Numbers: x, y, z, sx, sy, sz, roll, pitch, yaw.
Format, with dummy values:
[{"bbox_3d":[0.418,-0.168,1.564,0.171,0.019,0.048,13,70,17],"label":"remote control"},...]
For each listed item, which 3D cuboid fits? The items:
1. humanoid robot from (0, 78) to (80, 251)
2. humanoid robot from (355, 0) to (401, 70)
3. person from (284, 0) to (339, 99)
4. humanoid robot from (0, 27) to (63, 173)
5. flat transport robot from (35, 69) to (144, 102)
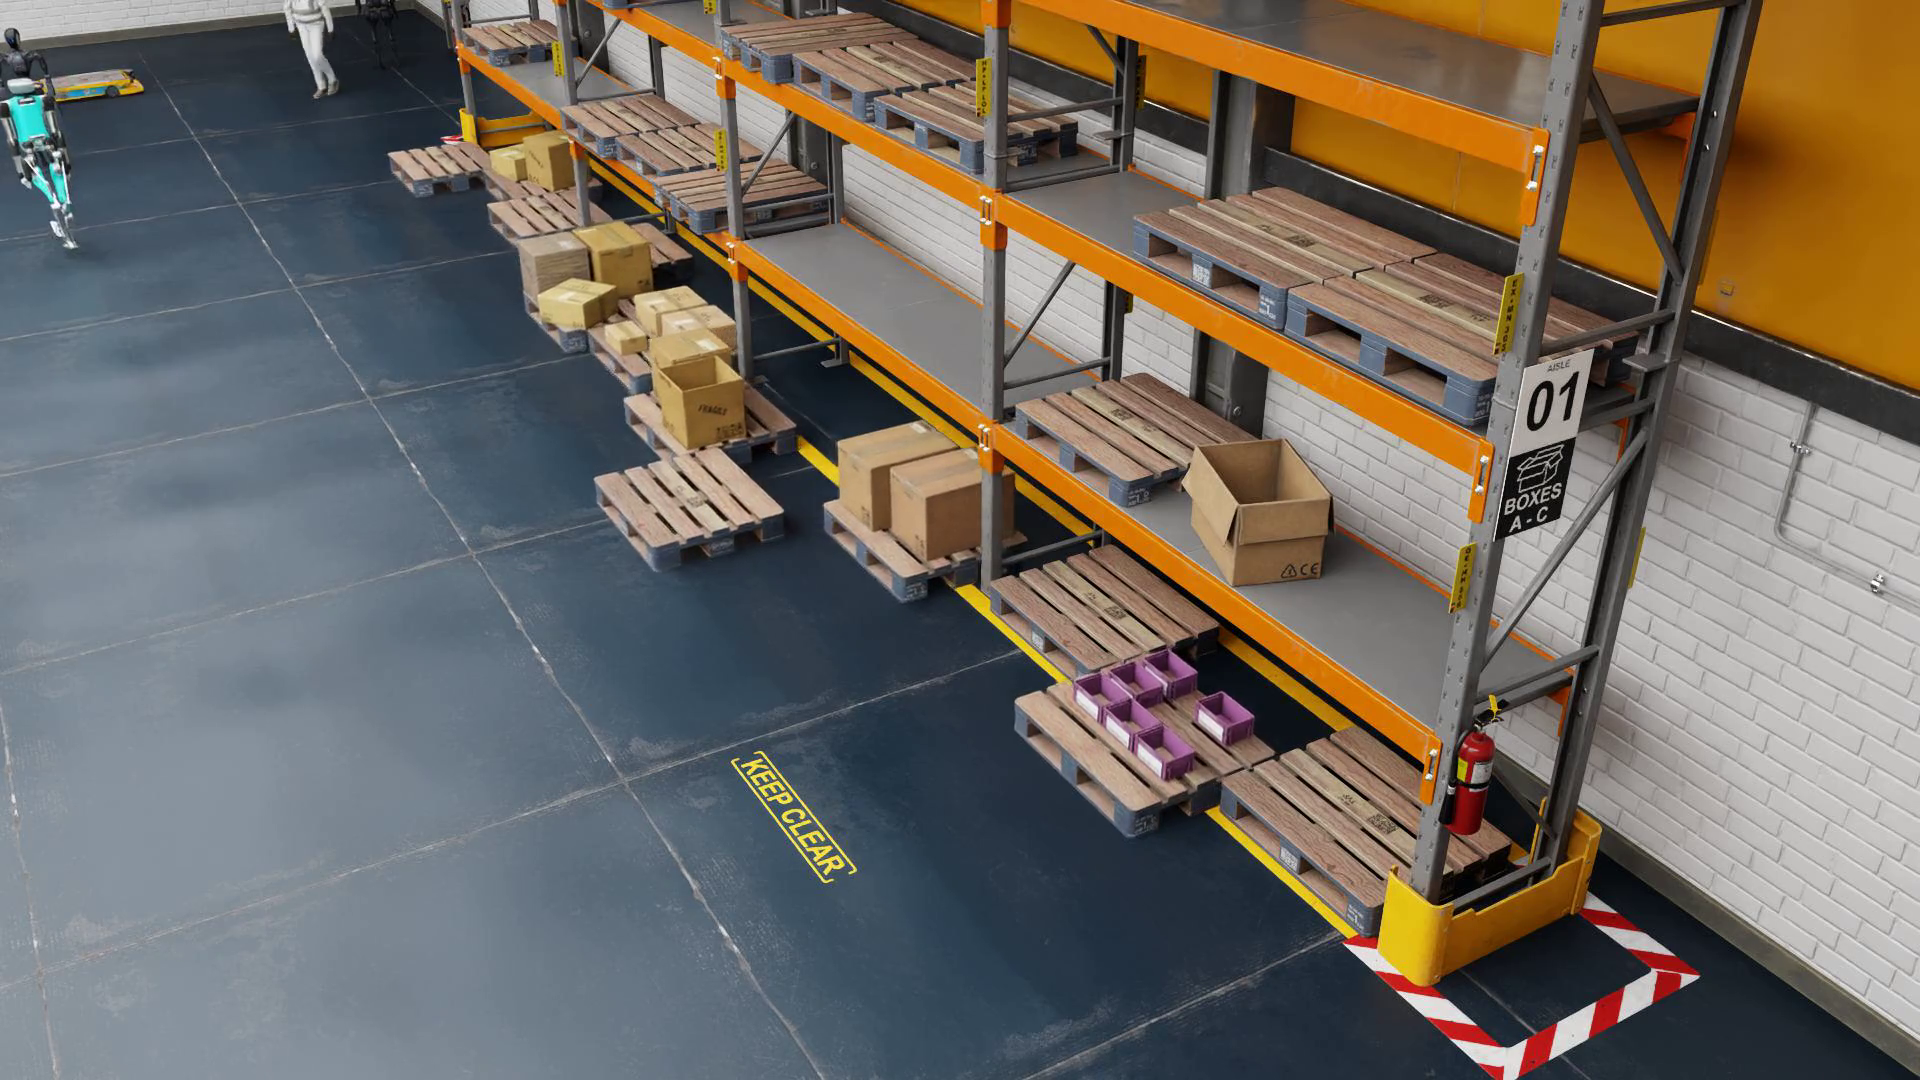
[{"bbox_3d":[-9.143,-3.716,16.716,1.045,1.724,0.542,25,38,37],"label":"humanoid robot"},{"bbox_3d":[-8.230,-7.506,23.440,0.599,1.657,0.315,-16,33,-26],"label":"humanoid robot"},{"bbox_3d":[-8.590,-6.771,21.974,0.579,1.865,0.418,7,30,13],"label":"person"},{"bbox_3d":[-10.677,-5.038,19.092,0.610,1.650,0.361,-12,32,-21],"label":"humanoid robot"},{"bbox_3d":[-11.818,-6.078,22.362,1.431,0.231,0.659,-19,35,-30],"label":"flat transport robot"}]
